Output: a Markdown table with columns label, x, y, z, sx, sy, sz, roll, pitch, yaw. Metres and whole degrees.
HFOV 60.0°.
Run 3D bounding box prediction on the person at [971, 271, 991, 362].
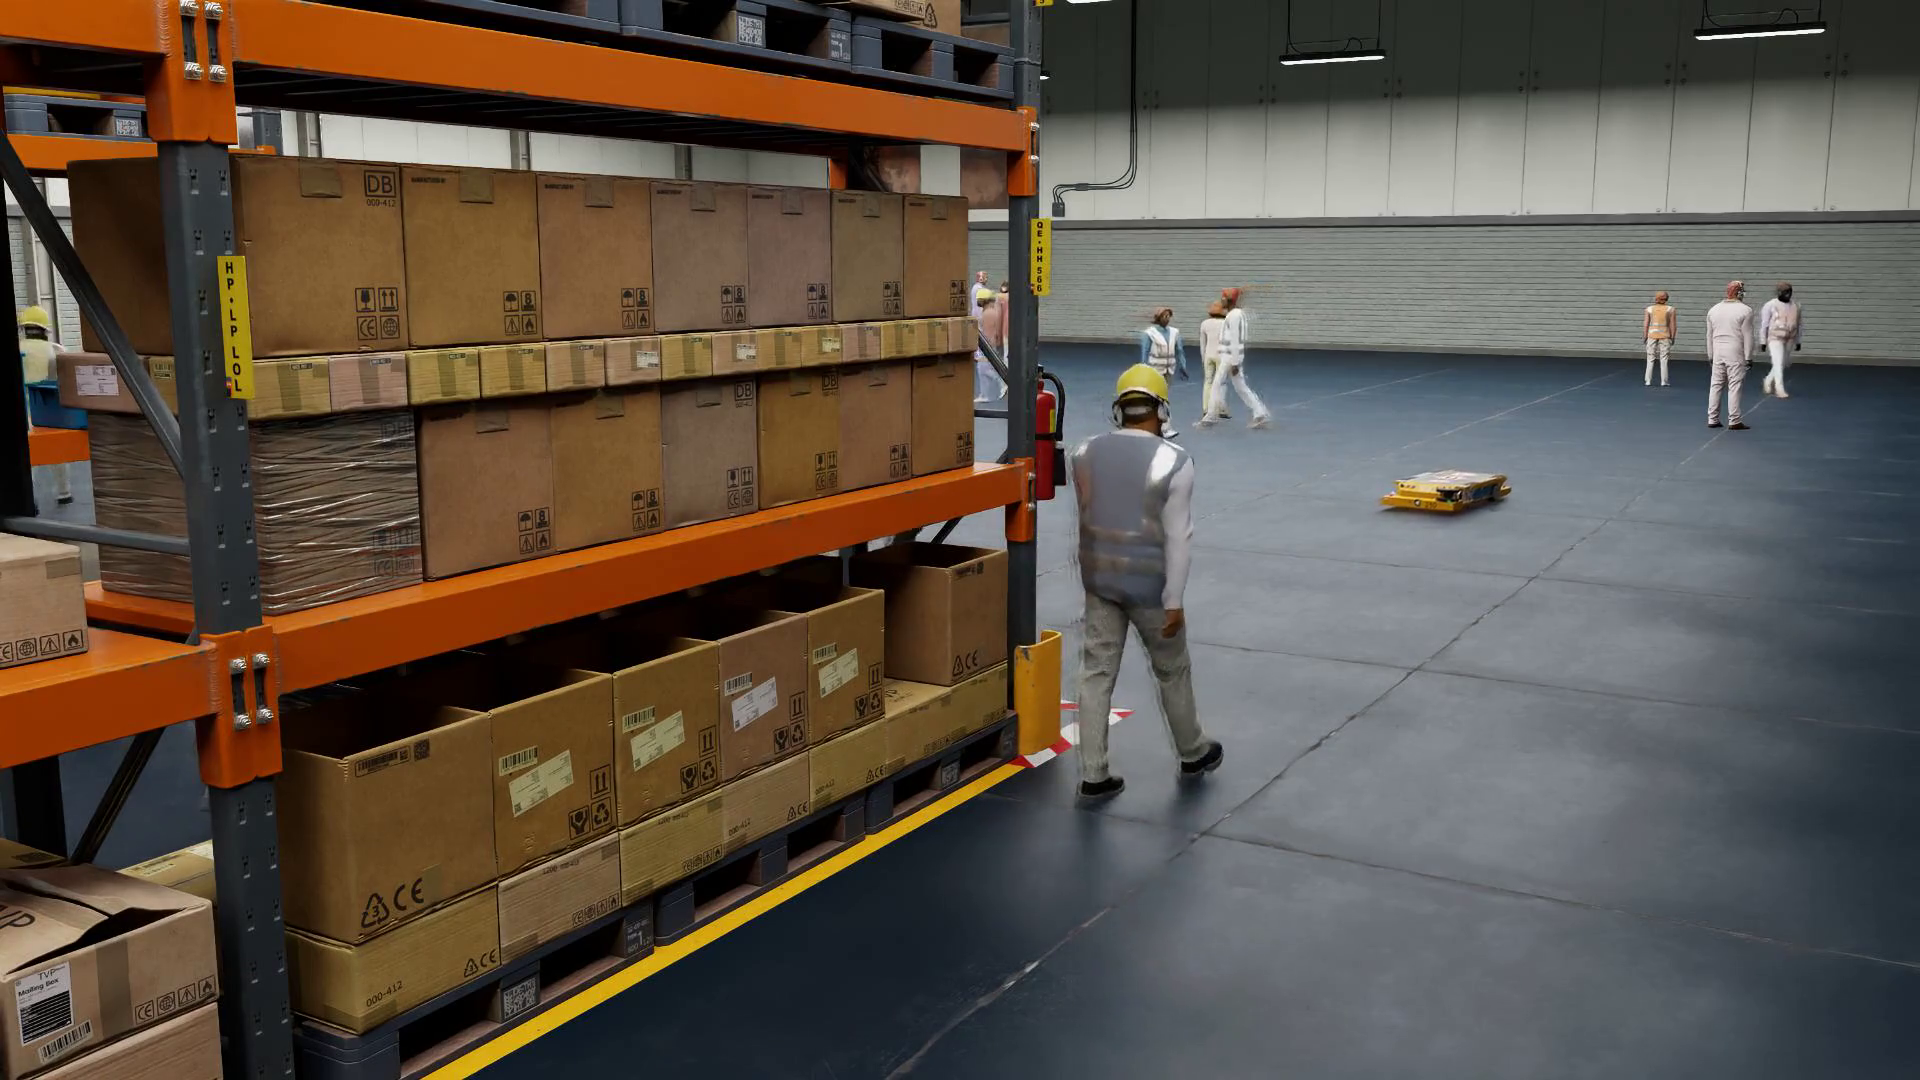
| label | x | y | z | sx | sy | sz | roll | pitch | yaw |
| --- | --- | --- | --- | --- | --- | --- | --- | --- | --- |
| person | 0.444 | -4.691 | 34.992 | 0.399 | 1.909 | 0.642 | -1 | 10 | -8 |

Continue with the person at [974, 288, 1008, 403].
| label | x | y | z | sx | sy | sz | roll | pitch | yaw |
| --- | --- | --- | --- | --- | --- | --- | --- | --- | --- |
| person | 0.435 | -2.936 | 25.184 | 0.478 | 1.747 | 0.533 | -1 | 10 | -8 |

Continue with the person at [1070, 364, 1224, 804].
| label | x | y | z | sx | sy | sz | roll | pitch | yaw |
| --- | --- | --- | --- | --- | --- | --- | --- | --- | --- |
| person | 0.765 | 0.166 | 6.920 | 0.587 | 1.779 | 0.843 | 7 | 12 | 34 |

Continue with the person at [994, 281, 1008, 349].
| label | x | y | z | sx | sy | sz | roll | pitch | yaw |
| --- | --- | --- | --- | --- | --- | --- | --- | --- | --- |
| person | 1.056 | -5.369 | 39.773 | 0.525 | 1.619 | 0.339 | 4 | 10 | 22 |

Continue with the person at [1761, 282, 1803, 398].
| label | x | y | z | sx | sy | sz | roll | pitch | yaw |
| --- | --- | --- | --- | --- | --- | --- | --- | --- | --- |
| person | 13.018 | -3.179 | 26.417 | 0.631 | 1.814 | 0.817 | -1 | 10 | -5 |

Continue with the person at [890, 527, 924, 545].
| label | x | y | z | sx | sy | sz | roll | pitch | yaw |
| --- | --- | --- | --- | --- | --- | --- | --- | --- | --- |
| person | -0.292 | -0.608 | 11.291 | 0.421 | 1.833 | 0.536 | -1 | 10 | -4 |

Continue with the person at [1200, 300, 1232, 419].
| label | x | y | z | sx | sy | sz | roll | pitch | yaw |
| --- | --- | --- | --- | --- | --- | --- | --- | --- | --- |
| person | 3.522 | -2.471 | 22.802 | 0.507 | 1.631 | 0.268 | 8 | 12 | 39 |

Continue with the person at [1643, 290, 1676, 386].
| label | x | y | z | sx | sy | sz | roll | pitch | yaw |
| --- | --- | --- | --- | --- | --- | --- | --- | --- | --- |
| person | 11.980 | -3.450 | 28.511 | 0.515 | 1.640 | 0.315 | 6 | 11 | 31 |

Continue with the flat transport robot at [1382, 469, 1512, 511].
| label | x | y | z | sx | sy | sz | roll | pitch | yaw |
| --- | --- | --- | --- | --- | --- | --- | --- | --- | --- |
| flat transport robot | 4.414 | -0.462 | 15.016 | 0.652 | 0.197 | 1.431 | 7 | 12 | 37 |

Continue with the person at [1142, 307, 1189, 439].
| label | x | y | z | sx | sy | sz | roll | pitch | yaw |
| --- | --- | --- | --- | --- | --- | --- | --- | --- | --- |
| person | 2.522 | -2.026 | 20.268 | 0.530 | 1.599 | 0.822 | -6 | 11 | -30 |

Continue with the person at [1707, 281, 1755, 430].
| label | x | y | z | sx | sy | sz | roll | pitch | yaw |
| --- | --- | --- | --- | --- | --- | --- | --- | --- | --- |
| person | 9.950 | -2.377 | 21.451 | 0.410 | 1.909 | 0.642 | -6 | 11 | -31 |

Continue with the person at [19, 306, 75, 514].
| label | x | y | z | sx | sy | sz | roll | pitch | yaw |
| --- | --- | --- | --- | --- | --- | --- | --- | --- | --- |
| person | -8.007 | -1.130 | 14.458 | 0.597 | 1.801 | 0.848 | -2 | 10 | -12 |

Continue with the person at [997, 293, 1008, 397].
| label | x | y | z | sx | sy | sz | roll | pitch | yaw |
| --- | --- | --- | --- | --- | --- | --- | --- | --- | --- |
| person | 0.892 | -3.254 | 26.320 | 0.625 | 1.992 | 0.386 | 4 | 10 | 20 |

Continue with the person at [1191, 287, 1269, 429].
| label | x | y | z | sx | sy | sz | roll | pitch | yaw |
| --- | --- | --- | --- | --- | --- | --- | --- | --- | --- |
| person | 3.533 | -2.336 | 21.412 | 0.977 | 1.844 | 0.591 | 2 | 10 | 13 |
